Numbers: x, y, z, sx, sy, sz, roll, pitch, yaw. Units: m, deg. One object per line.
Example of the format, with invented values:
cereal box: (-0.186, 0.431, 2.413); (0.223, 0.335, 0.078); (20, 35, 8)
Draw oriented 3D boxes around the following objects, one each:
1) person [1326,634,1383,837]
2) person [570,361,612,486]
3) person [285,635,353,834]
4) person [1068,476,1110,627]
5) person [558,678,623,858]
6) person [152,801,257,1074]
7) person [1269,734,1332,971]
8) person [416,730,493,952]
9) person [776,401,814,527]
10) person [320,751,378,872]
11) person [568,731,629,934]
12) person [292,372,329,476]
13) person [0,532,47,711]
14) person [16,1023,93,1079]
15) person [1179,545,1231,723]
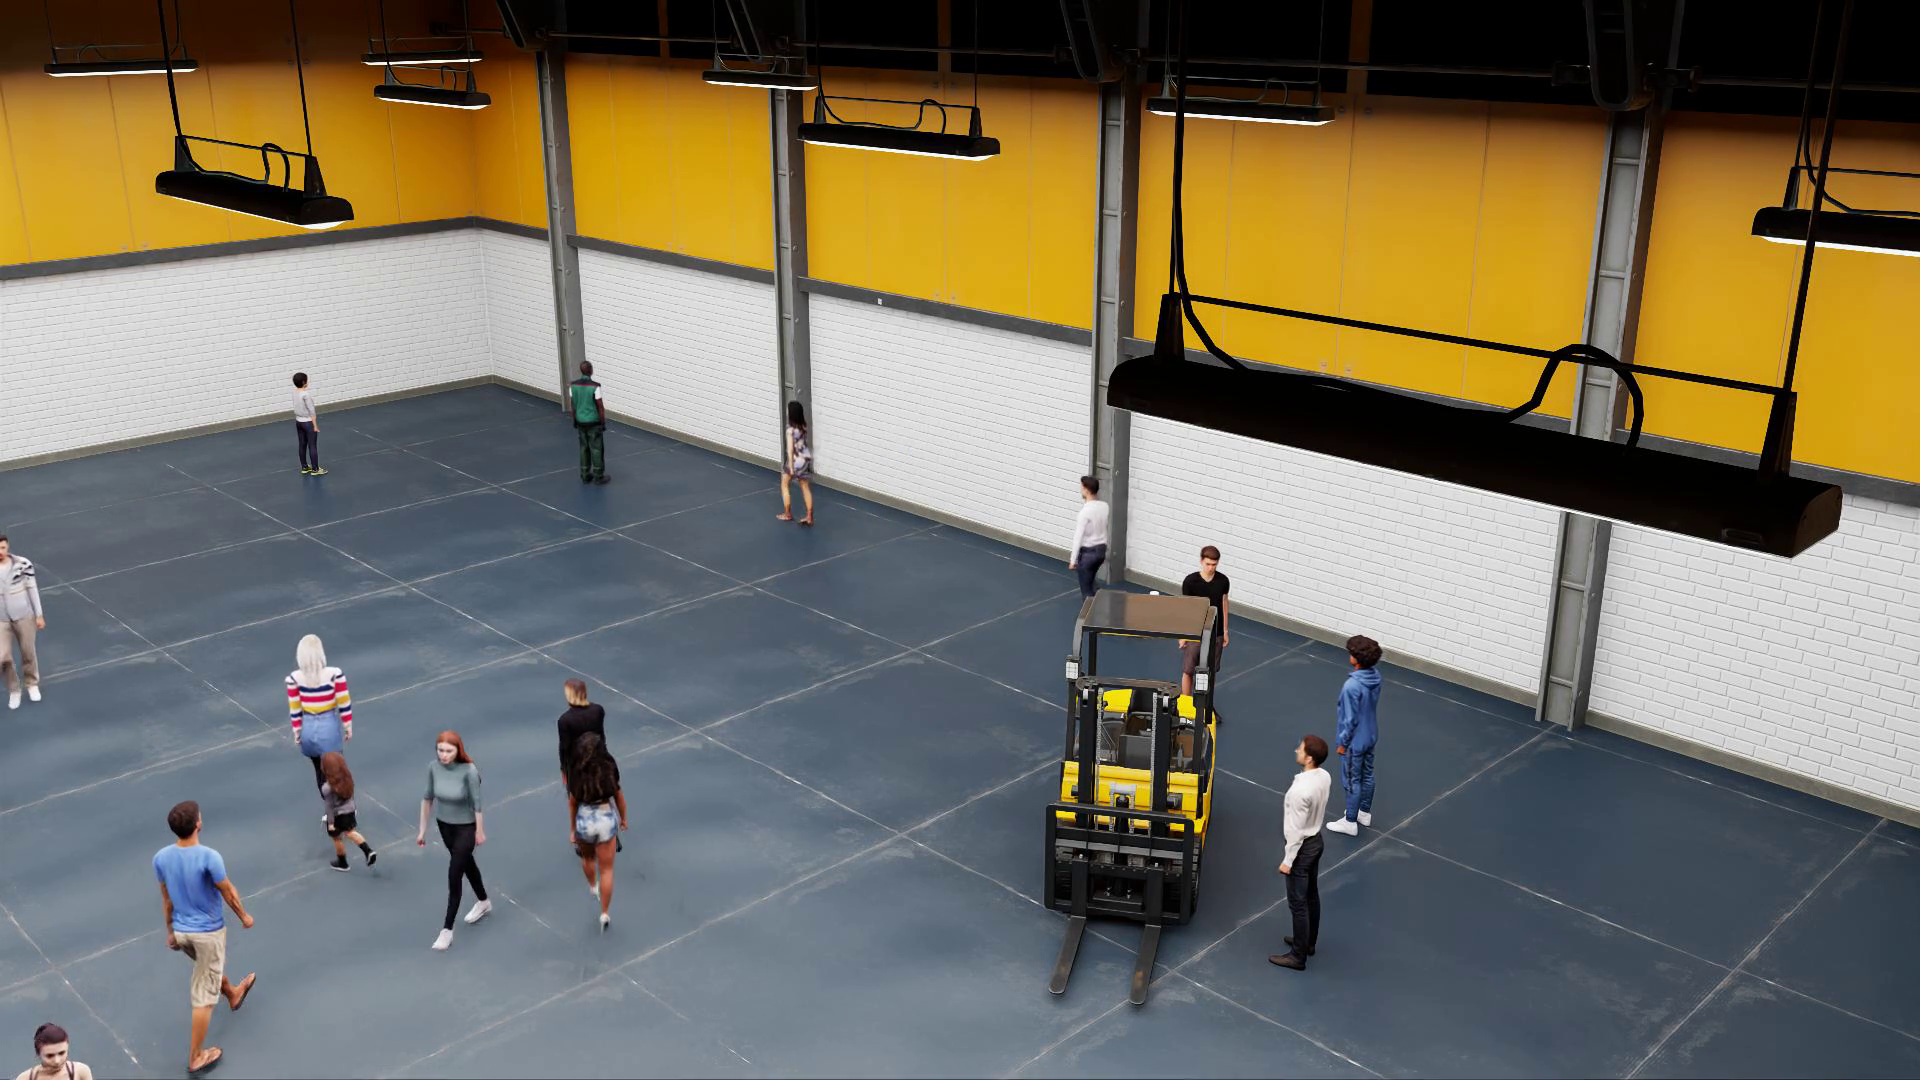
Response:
person: (3.446, 1.678, 14.408); (0.541, 1.808, 0.672); (17, 25, 40)
person: (-5.461, -1.733, 24.491); (0.690, 1.838, 0.831); (6, 20, 18)
person: (-5.529, 1.707, 14.352); (0.994, 1.789, 1.130); (-4, 19, -10)
person: (1.544, 0.188, 18.747); (0.644, 1.863, 0.601); (-17, 25, -41)
person: (-3.078, 1.942, 13.864); (0.747, 1.656, 0.587); (18, 25, 42)
person: (-5.206, 2.720, 11.305); (1.248, 1.814, 1.143); (4, 19, 13)
person: (2.577, 2.313, 12.425); (0.596, 1.871, 0.693); (12, 22, 32)
person: (-3.845, 2.230, 12.926); (1.030, 1.709, 0.928); (7, 20, 21)
person: (-2.135, -1.018, 22.560); (0.829, 1.714, 0.663); (14, 23, 36)
person: (-5.093, 2.266, 13.782); (0.752, 1.093, 0.633); (7, 20, 19)
person: (-2.824, 2.297, 12.898); (0.891, 1.599, 0.998); (-3, 19, -8)
person: (-9.847, -1.758, 25.011); (0.491, 1.553, 0.650); (11, 22, 30)
person: (-9.737, 0.761, 17.072); (0.797, 1.846, 0.812); (-10, 21, -28)
person: (-5.128, 3.446, 9.505); (0.842, 1.587, 1.070); (-6, 20, -18)
person: (2.432, 0.919, 16.585); (0.773, 1.858, 0.791); (-3, 19, -10)
